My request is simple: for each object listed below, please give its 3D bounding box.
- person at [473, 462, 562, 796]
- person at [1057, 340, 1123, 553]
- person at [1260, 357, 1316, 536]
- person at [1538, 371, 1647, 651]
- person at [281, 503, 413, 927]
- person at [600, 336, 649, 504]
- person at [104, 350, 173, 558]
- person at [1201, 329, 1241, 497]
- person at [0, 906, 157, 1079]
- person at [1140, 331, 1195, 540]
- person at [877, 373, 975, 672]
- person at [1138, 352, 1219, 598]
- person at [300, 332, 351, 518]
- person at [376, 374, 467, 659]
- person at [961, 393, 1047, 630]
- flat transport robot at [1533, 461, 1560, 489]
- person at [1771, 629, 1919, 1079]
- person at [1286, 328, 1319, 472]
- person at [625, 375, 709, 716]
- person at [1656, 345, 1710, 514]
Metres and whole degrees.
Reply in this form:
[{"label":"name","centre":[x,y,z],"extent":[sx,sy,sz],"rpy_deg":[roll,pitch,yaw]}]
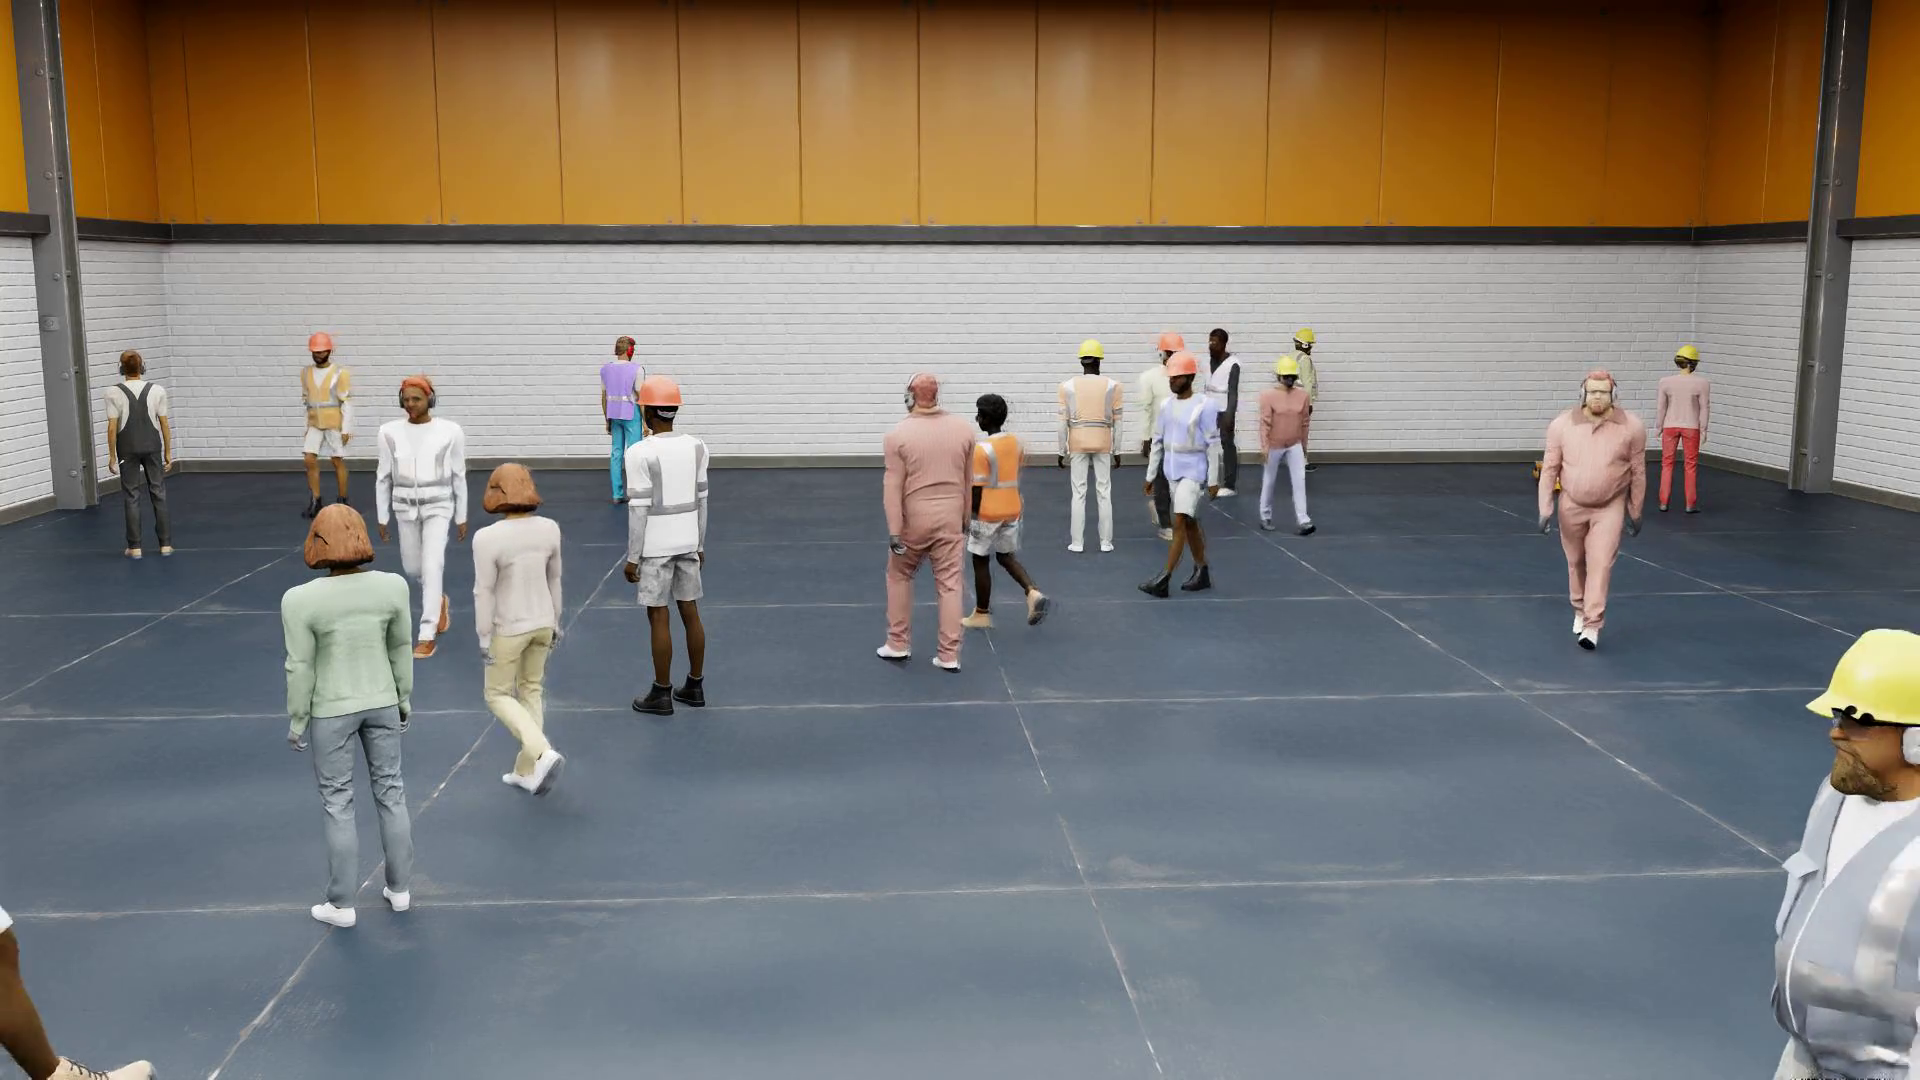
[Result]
[{"label":"person","centre":[-2.066,0.440,7.932],"extent":[0.519,1.616,0.504],"rpy_deg":[7,12,39]},{"label":"person","centre":[1.164,-0.835,14.970],"extent":[0.590,1.923,0.384],"rpy_deg":[0,9,0]},{"label":"person","centre":[3.137,-0.894,15.983],"extent":[0.541,1.709,0.918],"rpy_deg":[-2,9,-11]},{"label":"person","centre":[4.266,-0.213,11.272],"extent":[0.664,1.853,1.020],"rpy_deg":[5,10,27]},{"label":"person","centre":[-2.347,0.669,6.422],"extent":[0.500,1.636,0.286],"rpy_deg":[-9,12,-43]},{"label":"person","centre":[-3.642,-1.289,18.088],"extent":[0.563,1.838,0.390],"rpy_deg":[4,10,23]},{"label":"person","centre":[-7.269,-0.758,14.737],"extent":[0.517,1.842,0.325],"rpy_deg":[-6,11,-35]},{"label":"person","centre":[2.813,-1.410,18.651],"extent":[0.788,1.893,0.621],"rpy_deg":[-5,10,-30]},{"label":"person","centre":[-2.918,0.792,4.588],"extent":[0.614,1.992,1.069],"rpy_deg":[8,12,43]},{"label":"person","centre":[1.956,-1.003,15.843],"extent":[0.627,1.975,0.587],"rpy_deg":[-4,10,-24]},{"label":"person","centre":[-0.235,-0.122,10.641],"extent":[0.667,1.881,0.778],"rpy_deg":[-4,10,-24]},{"label":"person","centre":[1.656,-0.503,12.962],"extent":[0.943,1.892,0.564],"rpy_deg":[-7,12,-38]},{"label":"person","centre":[-6.546,-1.163,17.062],"extent":[0.564,1.909,0.734],"rpy_deg":[1,9,8]},{"label":"person","centre":[-3.583,-0.189,11.138],"extent":[0.585,1.856,0.873],"rpy_deg":[0,9,-1]},{"label":"person","centre":[0.280,-0.182,11.591],"extent":[0.581,1.684,0.543],"rpy_deg":[8,12,40]},{"label":"flat transport robot","centre":[7.285,-0.777,19.774],"extent":[0.652,0.197,1.431],"rpy_deg":[1,9,9]},{"label":"person","centre":[1.928,1.065,3.479],"extent":[0.924,1.786,0.611],"rpy_deg":[0,9,-2]},{"label":"person","centre":[4.363,-1.784,21.228],"extent":[0.404,1.828,0.587],"rpy_deg":[-2,9,-13]},{"label":"person","centre":[-1.684,0.031,9.490],"extent":[0.358,1.938,0.542],"rpy_deg":[8,12,42]},{"label":"person","centre":[7.599,-1.161,17.516],"extent":[0.526,1.765,0.329],"rpy_deg":[6,11,33]}]
